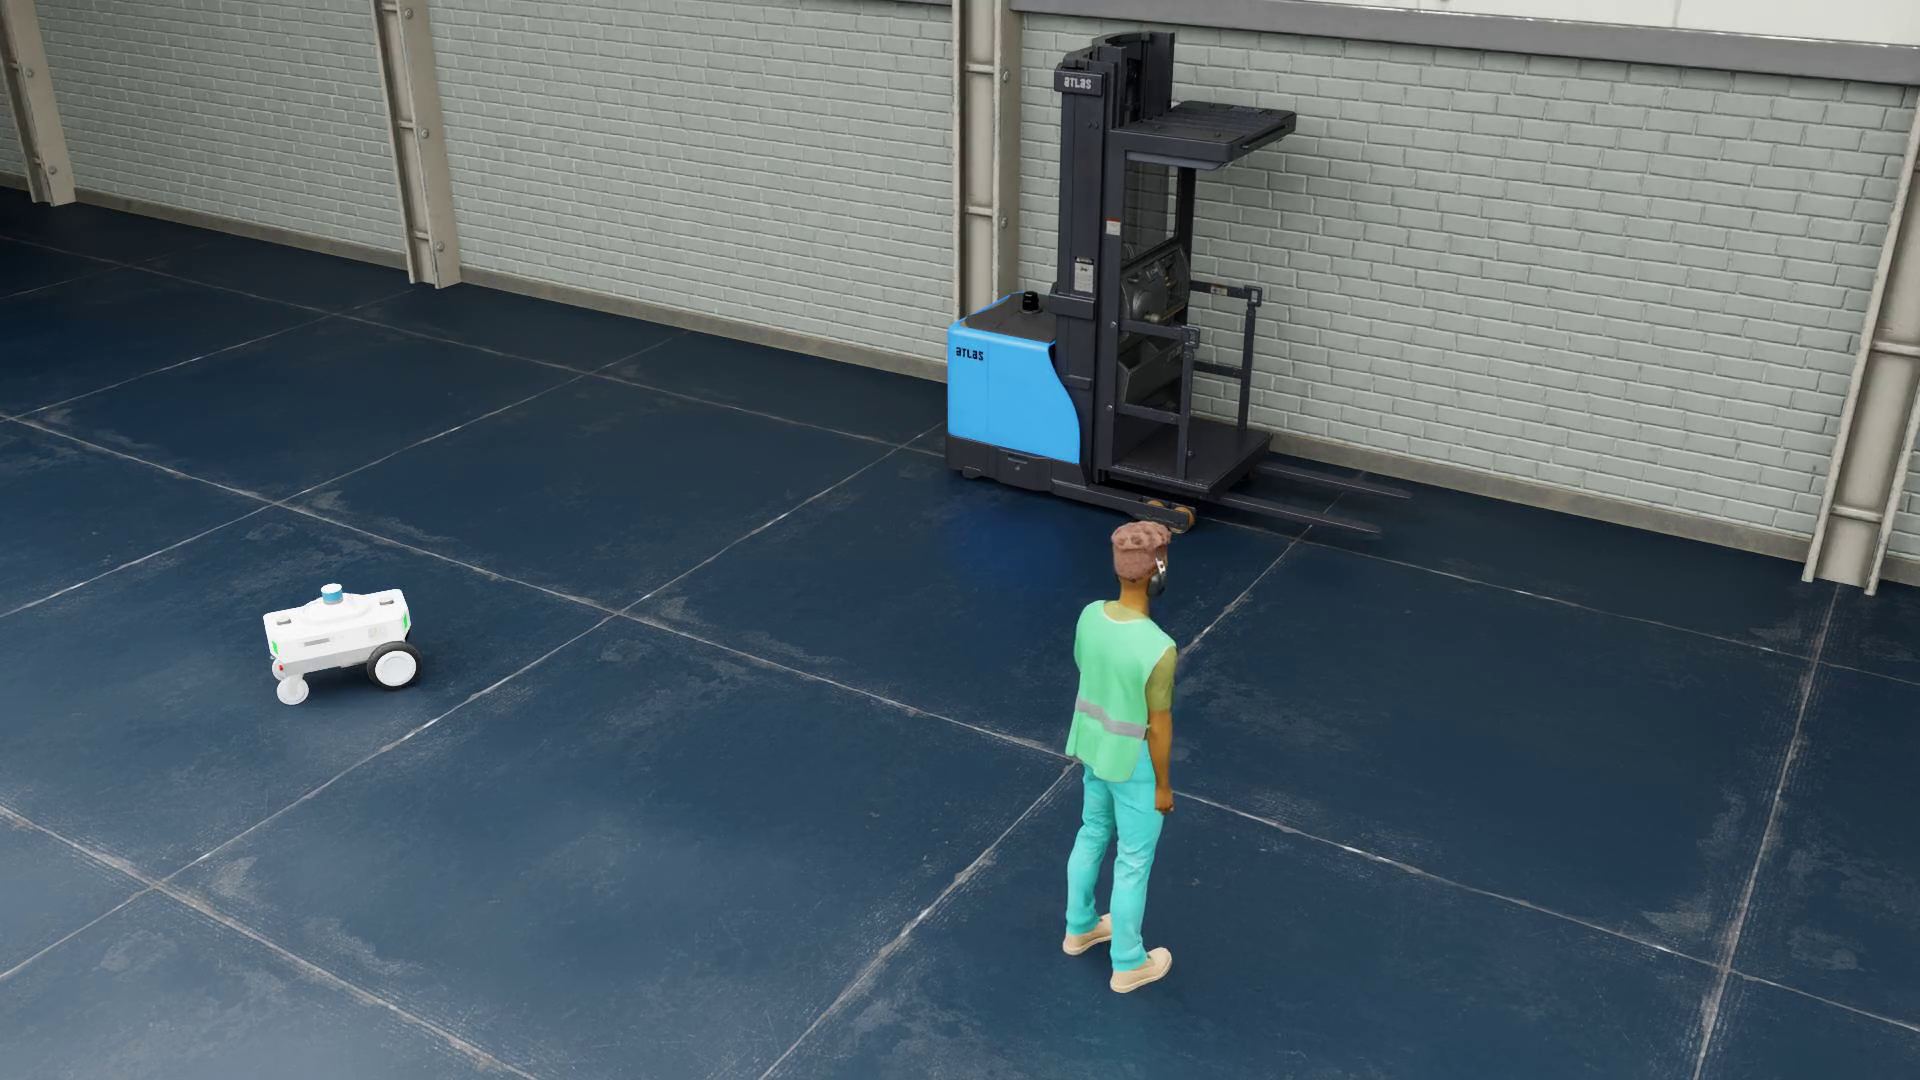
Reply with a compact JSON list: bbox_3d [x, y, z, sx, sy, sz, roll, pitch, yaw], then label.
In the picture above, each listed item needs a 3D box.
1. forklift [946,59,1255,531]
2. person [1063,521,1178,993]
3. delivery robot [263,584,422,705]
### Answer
[{"bbox_3d":[0.933,-1.707,10.833,1.873,2.768,1.129,15,29,28],"label":"forklift"},{"bbox_3d":[0.623,0.852,6.476,0.385,1.972,0.479,-17,30,-31],"label":"person"},{"bbox_3d":[-3.264,0.517,8.836,0.774,0.599,0.499,-12,28,-23],"label":"delivery robot"}]
